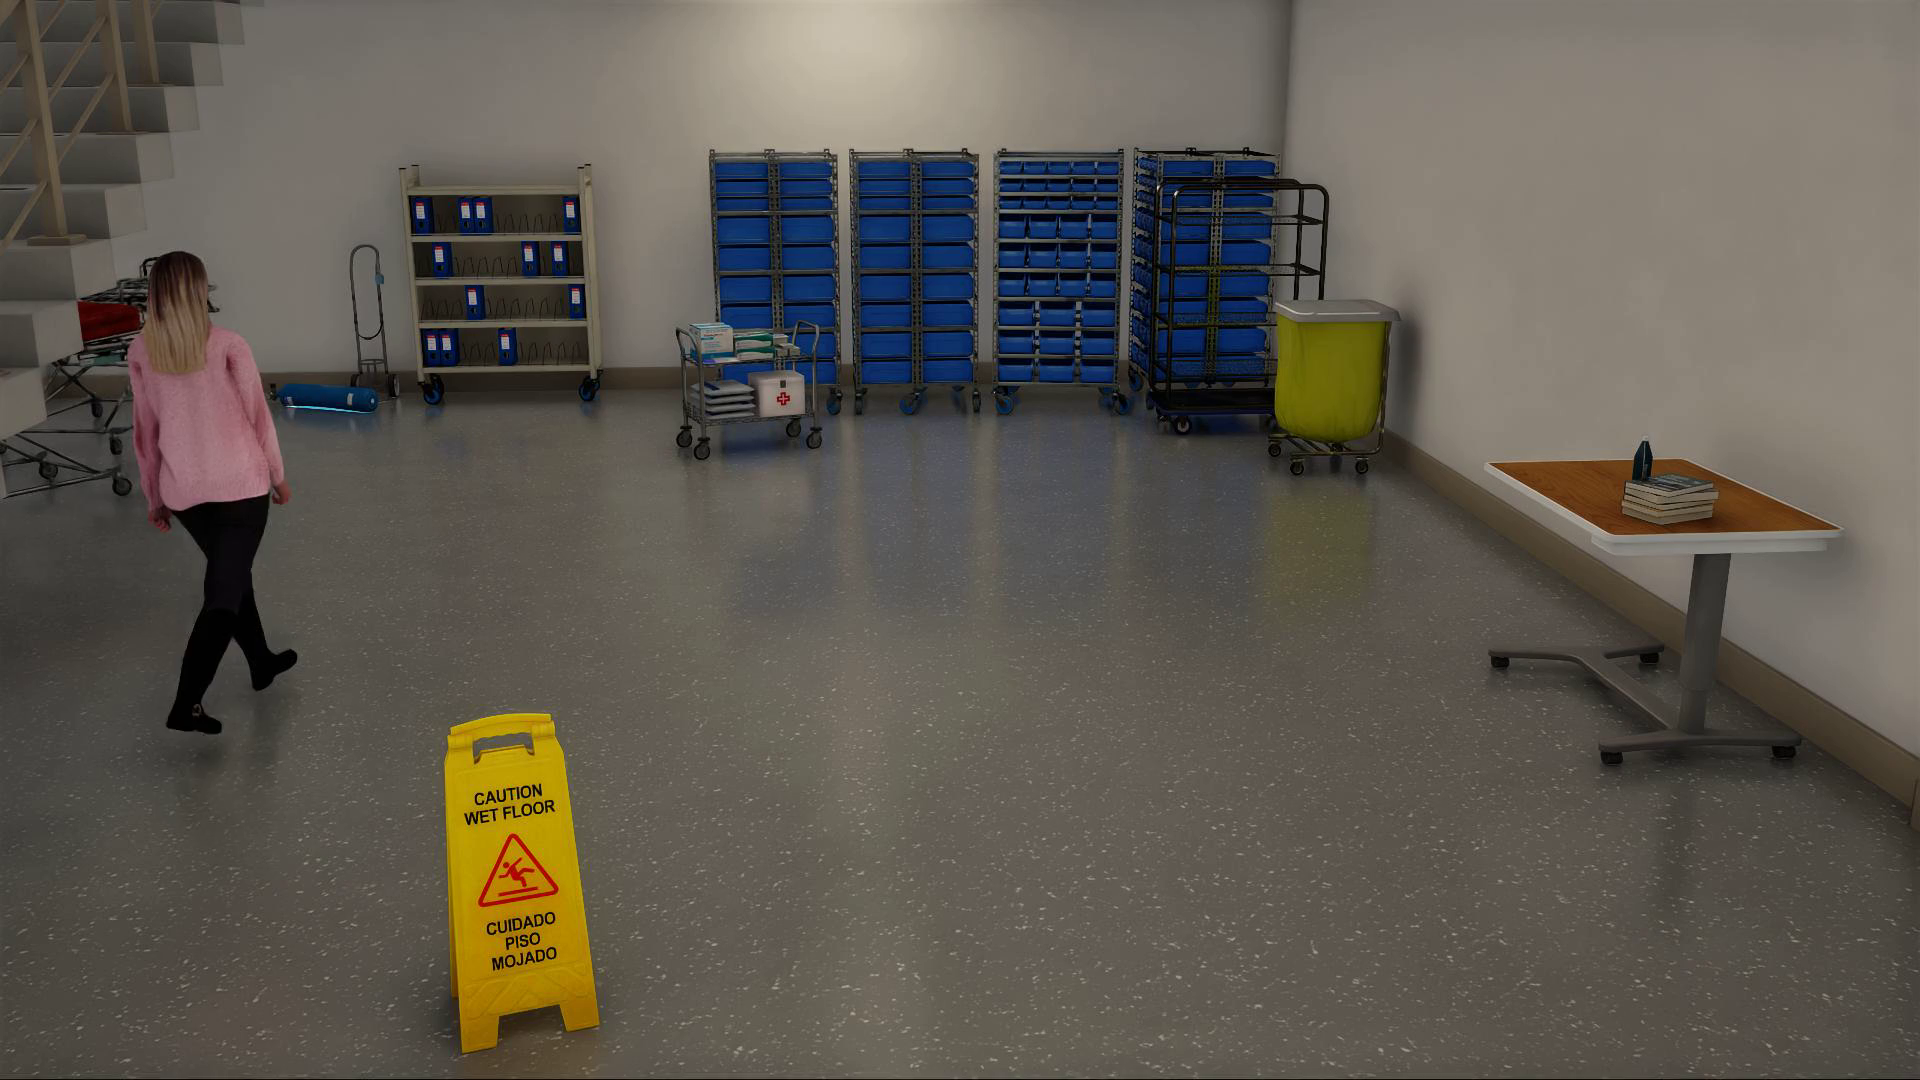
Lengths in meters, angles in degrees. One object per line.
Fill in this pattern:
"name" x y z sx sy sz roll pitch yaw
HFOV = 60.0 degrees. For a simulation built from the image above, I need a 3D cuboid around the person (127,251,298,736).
"person" -2.621 -0.129 5.765 0.772 1.651 1.172 2 16 8
